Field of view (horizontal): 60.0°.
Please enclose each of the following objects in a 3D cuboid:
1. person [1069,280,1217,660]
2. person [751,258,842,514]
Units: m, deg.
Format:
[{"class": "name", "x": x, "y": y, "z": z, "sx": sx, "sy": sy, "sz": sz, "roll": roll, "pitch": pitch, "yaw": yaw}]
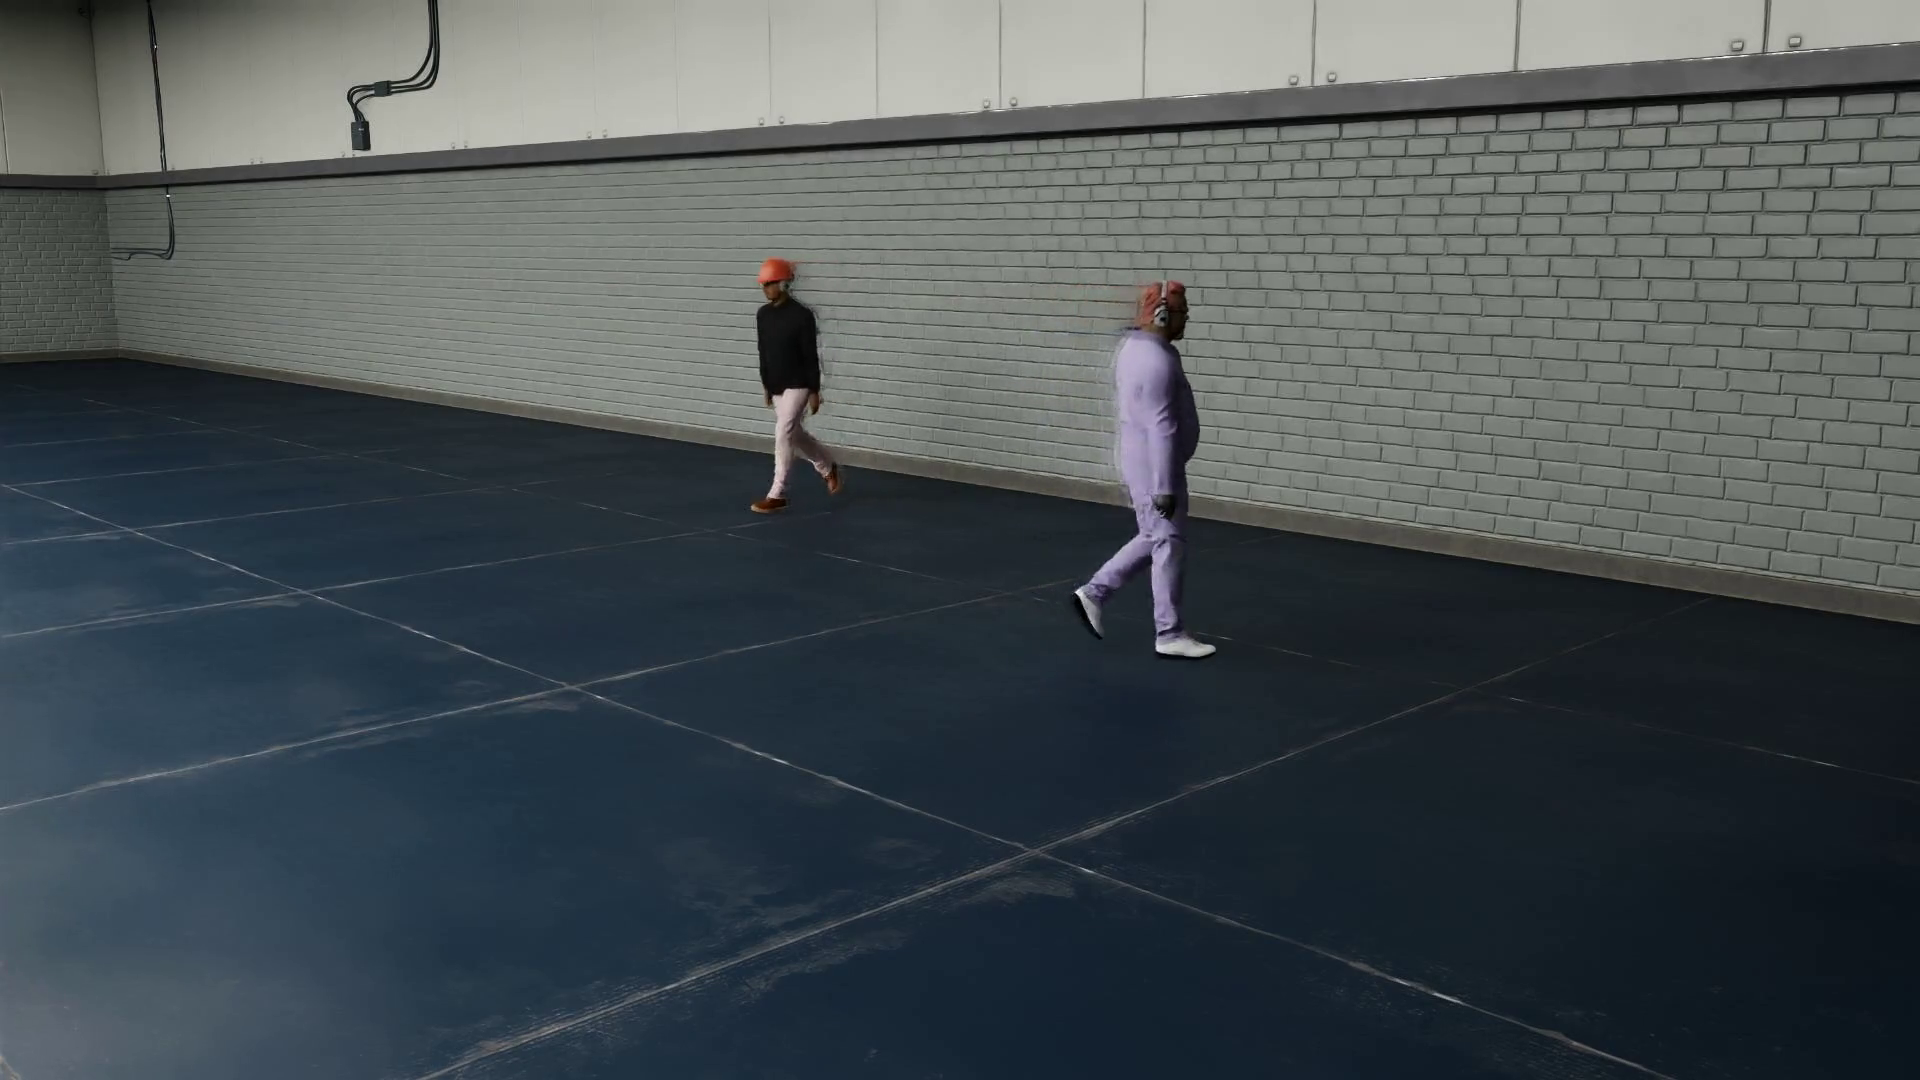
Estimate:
[{"class": "person", "x": 0.943, "y": -0.342, "z": 8.287, "sx": 0.642, "sy": 1.891, "sz": 0.662, "roll": -1, "pitch": 10, "yaw": -6}, {"class": "person", "x": -1.273, "y": -1.227, "z": 12.986, "sx": 0.628, "sy": 1.955, "sz": 0.954, "roll": 10, "pitch": 14, "yaw": 42}]
